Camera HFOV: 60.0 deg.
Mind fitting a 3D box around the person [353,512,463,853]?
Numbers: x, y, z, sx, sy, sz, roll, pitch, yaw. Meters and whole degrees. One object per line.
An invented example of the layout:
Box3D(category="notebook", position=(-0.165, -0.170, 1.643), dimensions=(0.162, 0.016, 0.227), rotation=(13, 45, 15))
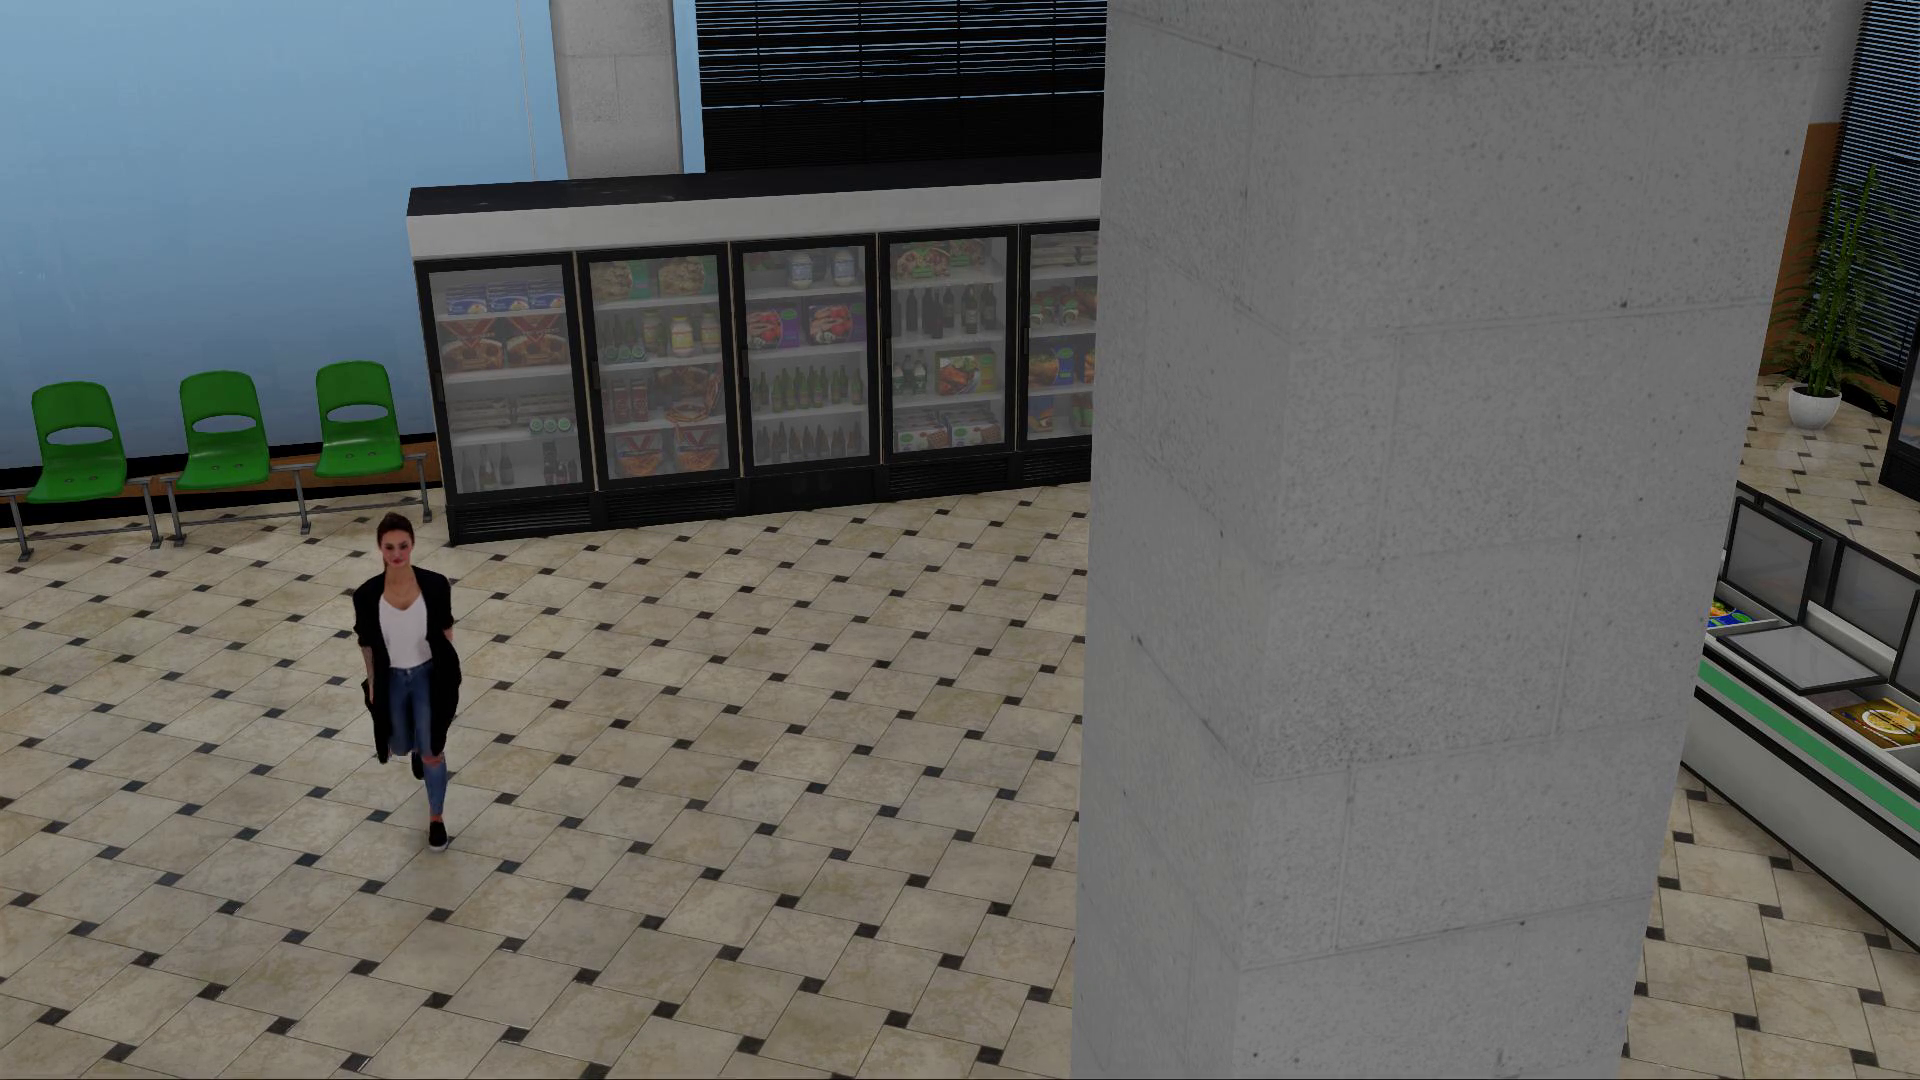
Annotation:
Box3D(category="person", position=(-2.657, 0.644, 8.050), dimensions=(0.606, 1.668, 0.921), rotation=(-7, 25, -15))
